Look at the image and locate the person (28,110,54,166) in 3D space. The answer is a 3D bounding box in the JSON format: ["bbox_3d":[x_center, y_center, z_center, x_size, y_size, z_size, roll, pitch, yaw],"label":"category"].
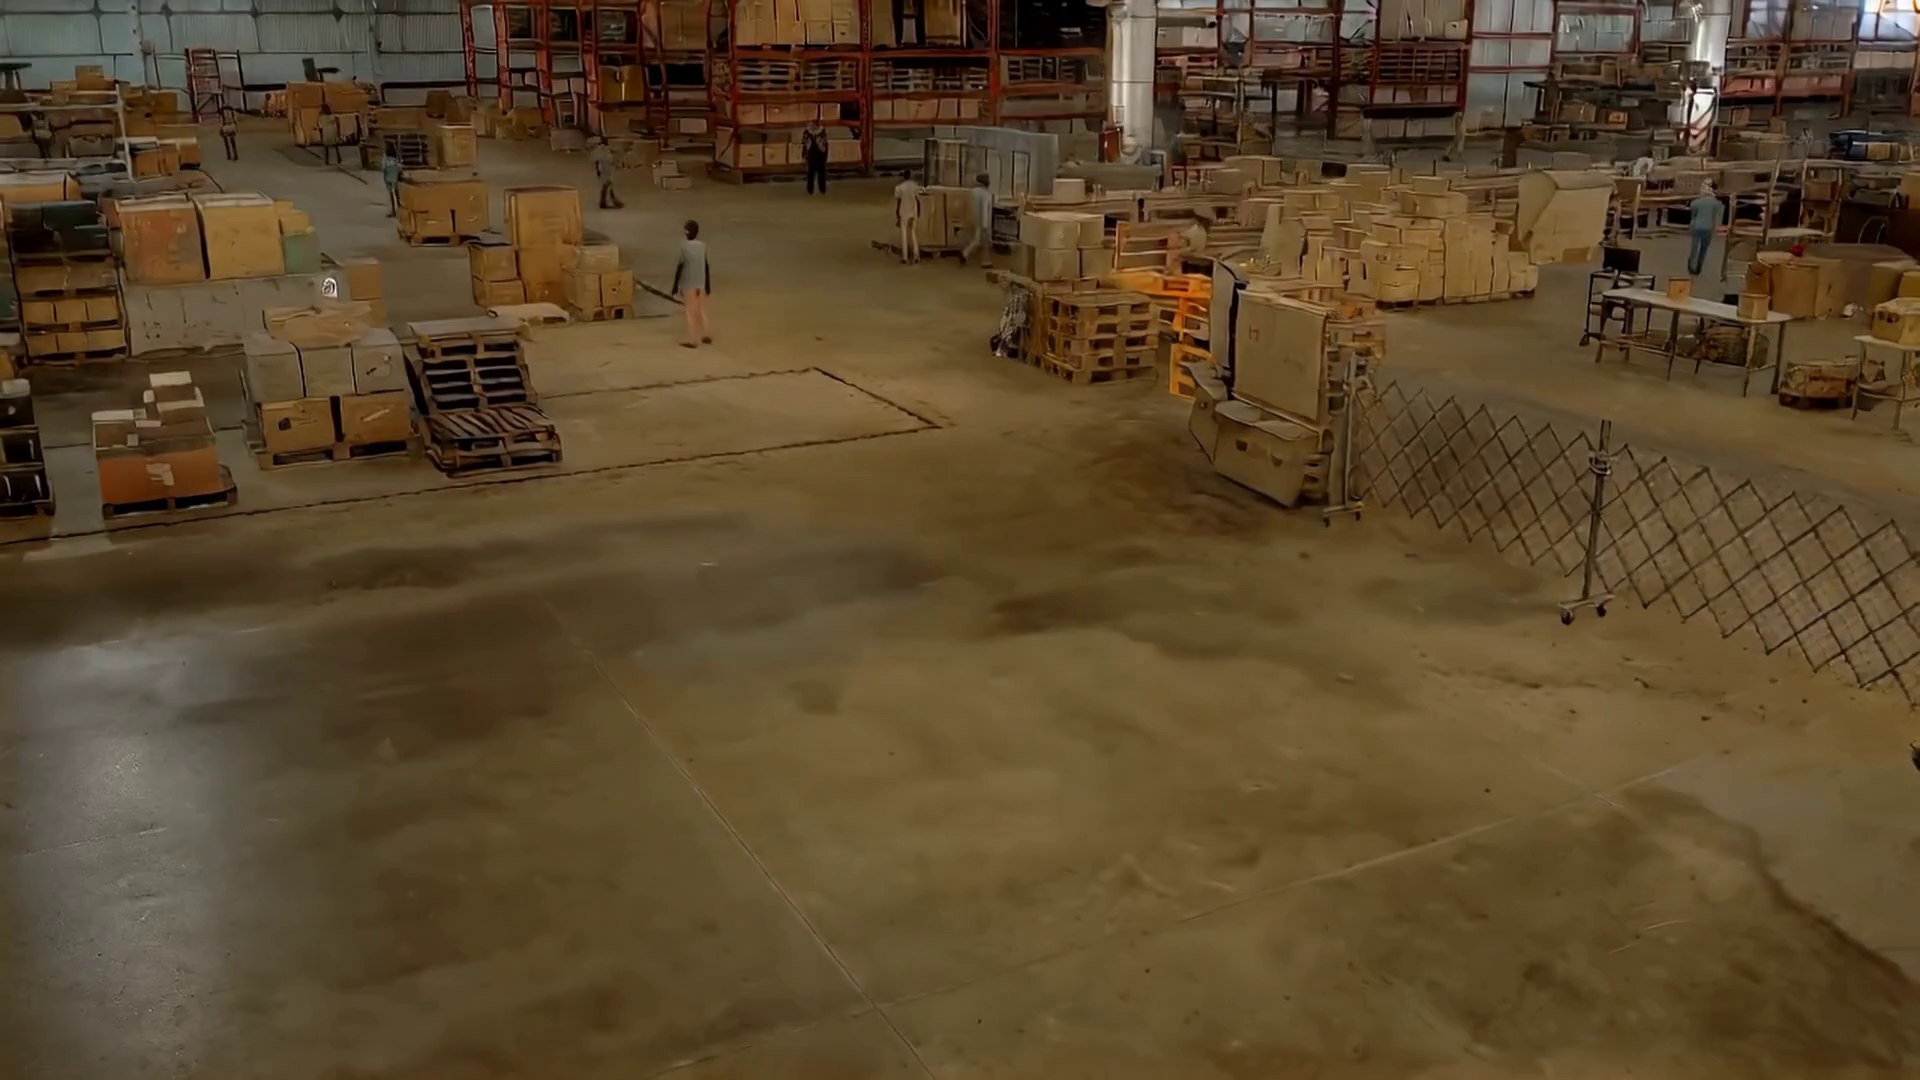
[{"bbox_3d":[-27.698,-12.102,50.188,0.605,1.880,0.976,-8,19,-23],"label":"person"}]

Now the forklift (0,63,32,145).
[{"bbox_3d":[-34.234,-15.639,59.592,1.129,2.768,1.873,3,18,9],"label":"forklift"}]

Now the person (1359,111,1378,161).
[{"bbox_3d":[13.007,-12.835,52.906,0.750,1.605,0.498,-5,19,-17],"label":"person"}]

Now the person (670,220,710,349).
[{"bbox_3d":[-3.860,-3.656,23.877,0.403,1.864,0.541,14,22,36],"label":"person"}]

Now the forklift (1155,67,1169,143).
[{"bbox_3d":[6.603,-14.495,56.024,1.873,2.768,1.129,-9,20,-26],"label":"forklift"}]

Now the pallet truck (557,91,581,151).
[{"bbox_3d":[-13.495,-14.412,57.188,0.823,1.965,1.885,-3,18,-9],"label":"pallet truck"}]

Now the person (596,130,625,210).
[{"bbox_3d":[-8.471,-8.971,40.372,0.900,1.900,0.575,7,19,21],"label":"person"}]

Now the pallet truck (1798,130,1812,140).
[{"bbox_3d":[25.526,-11.556,49.408,1.630,1.274,0.653,-9,20,-26],"label":"pallet truck"}]

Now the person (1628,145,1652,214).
[{"bbox_3d":[15.939,-8.394,38.935,0.388,1.684,0.538,-7,19,-21],"label":"person"}]

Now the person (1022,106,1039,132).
[{"bbox_3d":[2.256,-13.092,53.558,0.540,1.696,0.316,6,19,18],"label":"person"}]

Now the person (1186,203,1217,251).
[{"bbox_3d":[3.626,-4.046,24.879,1.013,1.978,0.759,4,18,13],"label":"person"}]

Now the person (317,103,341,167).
[{"bbox_3d":[-19.533,-12.579,51.562,0.622,1.942,0.662,1,18,2],"label":"person"}]

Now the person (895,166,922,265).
[{"bbox_3d":[-0.994,-6.199,31.780,0.531,1.876,0.317,-6,19,-19],"label":"person"}]

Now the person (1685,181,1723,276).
[{"bbox_3d":[13.595,-5.684,30.423,0.542,1.731,0.484,14,22,37],"label":"person"}]

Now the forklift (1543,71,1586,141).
[{"bbox_3d":[18.685,-13.231,52.085,1.873,2.768,1.129,-9,20,-26],"label":"forklift"}]

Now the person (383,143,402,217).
[{"bbox_3d":[-13.341,-8.466,39.130,0.537,1.699,0.321,9,20,26],"label":"person"}]

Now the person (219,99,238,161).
[{"bbox_3d":[-23.445,-13.152,53.368,0.565,1.932,0.423,-11,21,-31],"label":"person"}]

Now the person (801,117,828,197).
[{"bbox_3d":[-3.743,-9.930,43.146,0.684,2.000,0.535,1,18,4],"label":"person"}]

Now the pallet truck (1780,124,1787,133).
[{"bbox_3d":[25.206,-12.542,52.601,1.601,1.201,0.680,0,18,-2],"label":"pallet truck"}]

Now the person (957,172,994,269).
[{"bbox_3d":[0.306,-5.991,31.245,0.650,1.816,0.604,-11,21,-30],"label":"person"}]

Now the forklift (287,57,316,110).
[{"bbox_3d":[-25.841,-17.776,66.253,1.873,2.768,1.129,-9,20,-26],"label":"forklift"}]

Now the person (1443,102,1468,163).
[{"bbox_3d":[15.678,-12.819,52.392,0.833,1.903,0.651,-4,18,-12],"label":"person"}]
